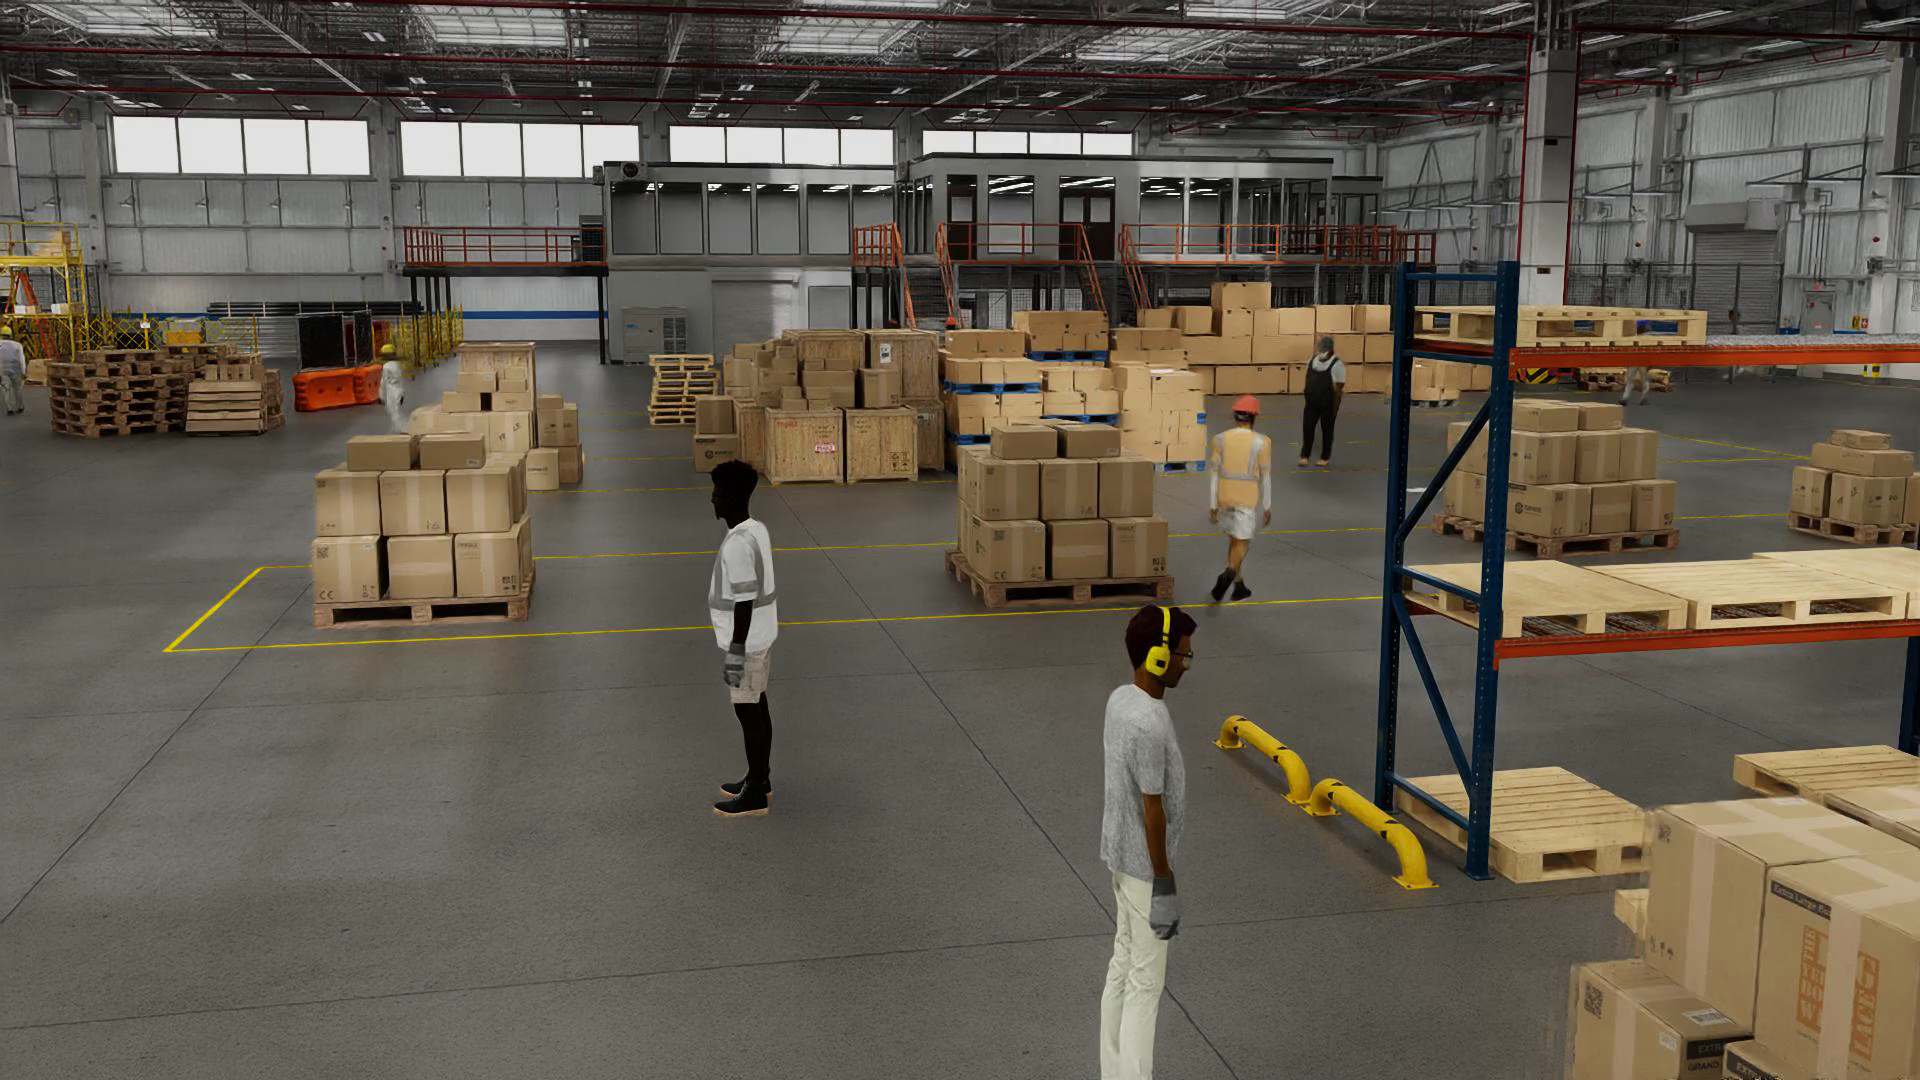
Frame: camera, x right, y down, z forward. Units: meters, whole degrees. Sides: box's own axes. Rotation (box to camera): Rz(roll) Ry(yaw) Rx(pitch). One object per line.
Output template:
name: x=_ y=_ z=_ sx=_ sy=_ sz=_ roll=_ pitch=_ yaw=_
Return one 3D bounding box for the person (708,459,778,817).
person: x=-1.192 y=0.536 z=9.133 sx=0.373 sy=1.966 sz=0.607 roll=0 pitch=9 yaw=3

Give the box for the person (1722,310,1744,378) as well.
person: x=20.934 y=-5.282 z=44.930 sx=0.505 sy=1.861 sz=0.514 roll=-9 pitch=13 yaw=-42

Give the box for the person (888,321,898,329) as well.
person: x=-1.489 y=-3.934 z=36.791 sx=0.992 sy=1.835 sz=0.594 roll=4 pitch=10 yaw=22

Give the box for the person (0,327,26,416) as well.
person: x=-19.406 y=-3.449 z=33.963 sx=0.623 sy=1.781 sz=0.912 roll=-4 pitch=10 yaw=-22

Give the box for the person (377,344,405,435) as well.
person: x=-9.581 y=-2.407 z=27.829 sx=0.658 sy=1.723 sz=0.489 roll=1 pitch=9 yaw=7

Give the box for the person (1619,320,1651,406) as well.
person: x=14.694 y=-3.837 z=36.015 sx=0.991 sy=1.893 sz=0.633 roll=-8 pitch=12 yaw=-41

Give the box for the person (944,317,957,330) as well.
person: x=-0.077 y=-4.025 z=37.131 sx=0.883 sy=1.913 sz=0.544 roll=2 pitch=9 yaw=10

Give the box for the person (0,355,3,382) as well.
person: x=-18.617 y=-3.177 z=31.718 sx=0.662 sy=1.974 sz=0.571 roll=-9 pitch=13 yaw=-44

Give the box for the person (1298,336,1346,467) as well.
person: x=5.418 y=-2.090 z=24.915 sx=0.692 sy=2.000 sz=0.845 roll=7 pitch=11 yaw=35

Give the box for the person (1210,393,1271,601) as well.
person: x=2.455 y=-0.352 z=14.786 sx=0.560 sy=1.895 sz=0.786 roll=5 pitch=11 yaw=29

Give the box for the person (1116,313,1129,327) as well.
person: x=4.204 y=-4.898 z=42.631 sx=0.338 sy=1.844 sz=0.515 roll=-9 pitch=13 yaw=-44

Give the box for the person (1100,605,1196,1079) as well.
person: x=0.655 y=1.141 z=5.761 sx=0.329 sy=1.865 sz=0.514 roll=-2 pitch=9 yaw=-10
